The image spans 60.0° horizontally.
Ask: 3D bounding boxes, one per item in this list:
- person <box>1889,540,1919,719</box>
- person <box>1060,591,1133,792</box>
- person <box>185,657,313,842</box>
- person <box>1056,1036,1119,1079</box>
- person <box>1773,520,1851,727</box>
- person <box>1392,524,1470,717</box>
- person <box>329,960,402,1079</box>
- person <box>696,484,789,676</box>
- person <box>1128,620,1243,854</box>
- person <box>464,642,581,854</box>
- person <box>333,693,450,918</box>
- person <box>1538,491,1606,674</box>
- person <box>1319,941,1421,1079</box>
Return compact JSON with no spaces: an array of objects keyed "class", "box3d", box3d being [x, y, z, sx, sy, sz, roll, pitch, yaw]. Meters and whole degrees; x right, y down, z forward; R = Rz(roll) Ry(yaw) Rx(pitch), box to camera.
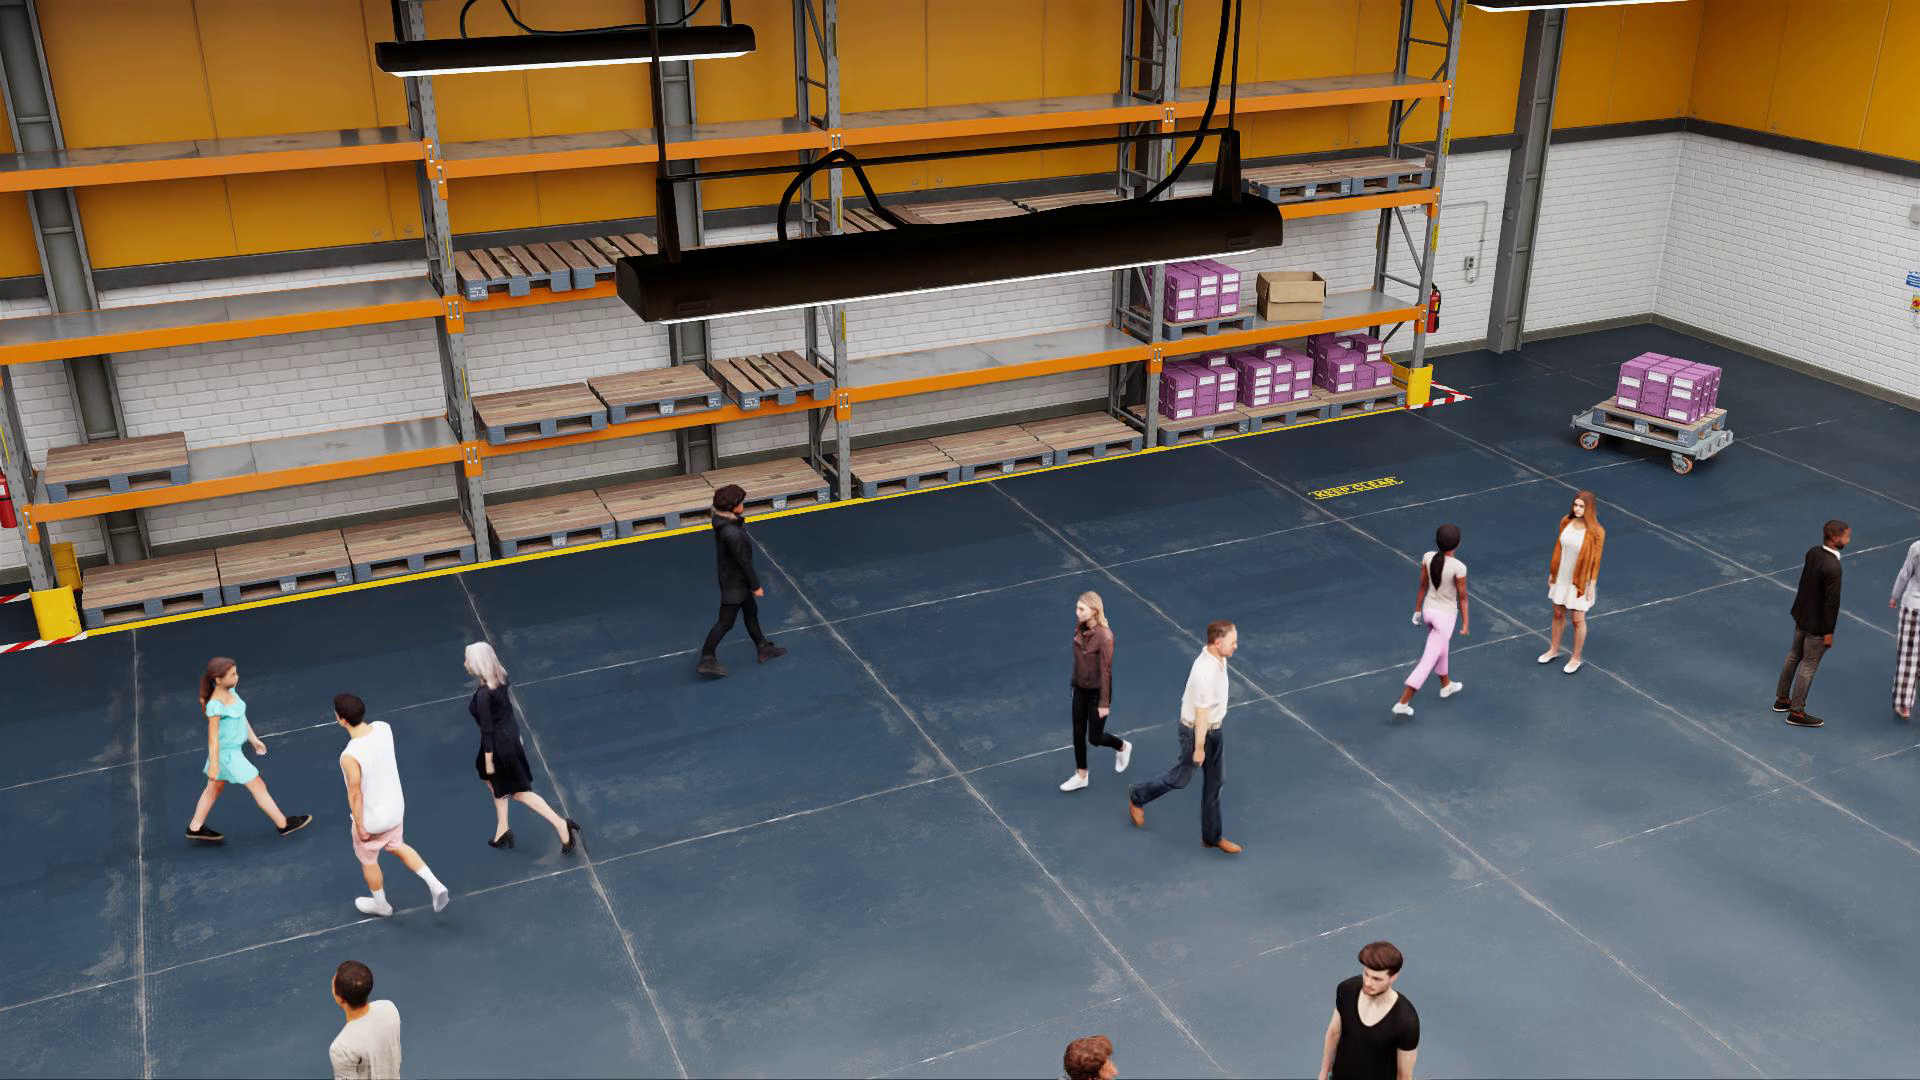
[{"class":"person","box3d":[8.107,0.639,13.977,1.112,1.801,1.206,10,25,21]},{"class":"person","box3d":[1.085,1.170,12.902,0.897,1.689,0.696,-15,28,-31]},{"class":"person","box3d":[-5.452,1.579,12.195,1.173,1.507,0.712,-5,24,-10]},{"class":"person","box3d":[0.575,3.190,8.015,0.578,1.902,0.686,-13,27,-27]},{"class":"person","box3d":[7.128,0.676,13.892,0.732,1.802,0.744,1,24,2]},{"class":"person","box3d":[3.956,0.709,13.945,1.202,1.700,0.727,-15,28,-31]},{"class":"person","box3d":[-2.965,2.984,8.623,0.842,1.793,0.784,8,25,17]},{"class":"person","box3d":[-2.052,0.390,14.612,1.117,1.750,0.689,-8,25,-17]},{"class":"person","box3d":[1.663,1.407,12.215,1.197,1.805,1.232,14,27,29]},{"class":"person","box3d":[-3.249,1.534,12.034,1.092,1.718,0.902,0,24,-1]},{"class":"person","box3d":[-3.881,1.843,11.265,1.075,1.767,1.031,10,26,22]},{"class":"person","box3d":[5.452,0.337,14.772,0.622,1.718,0.644,-16,29,-33]},{"class":"person","box3d":[2.183,2.860,8.801,1.107,1.878,0.860,-19,30,-37]}]
